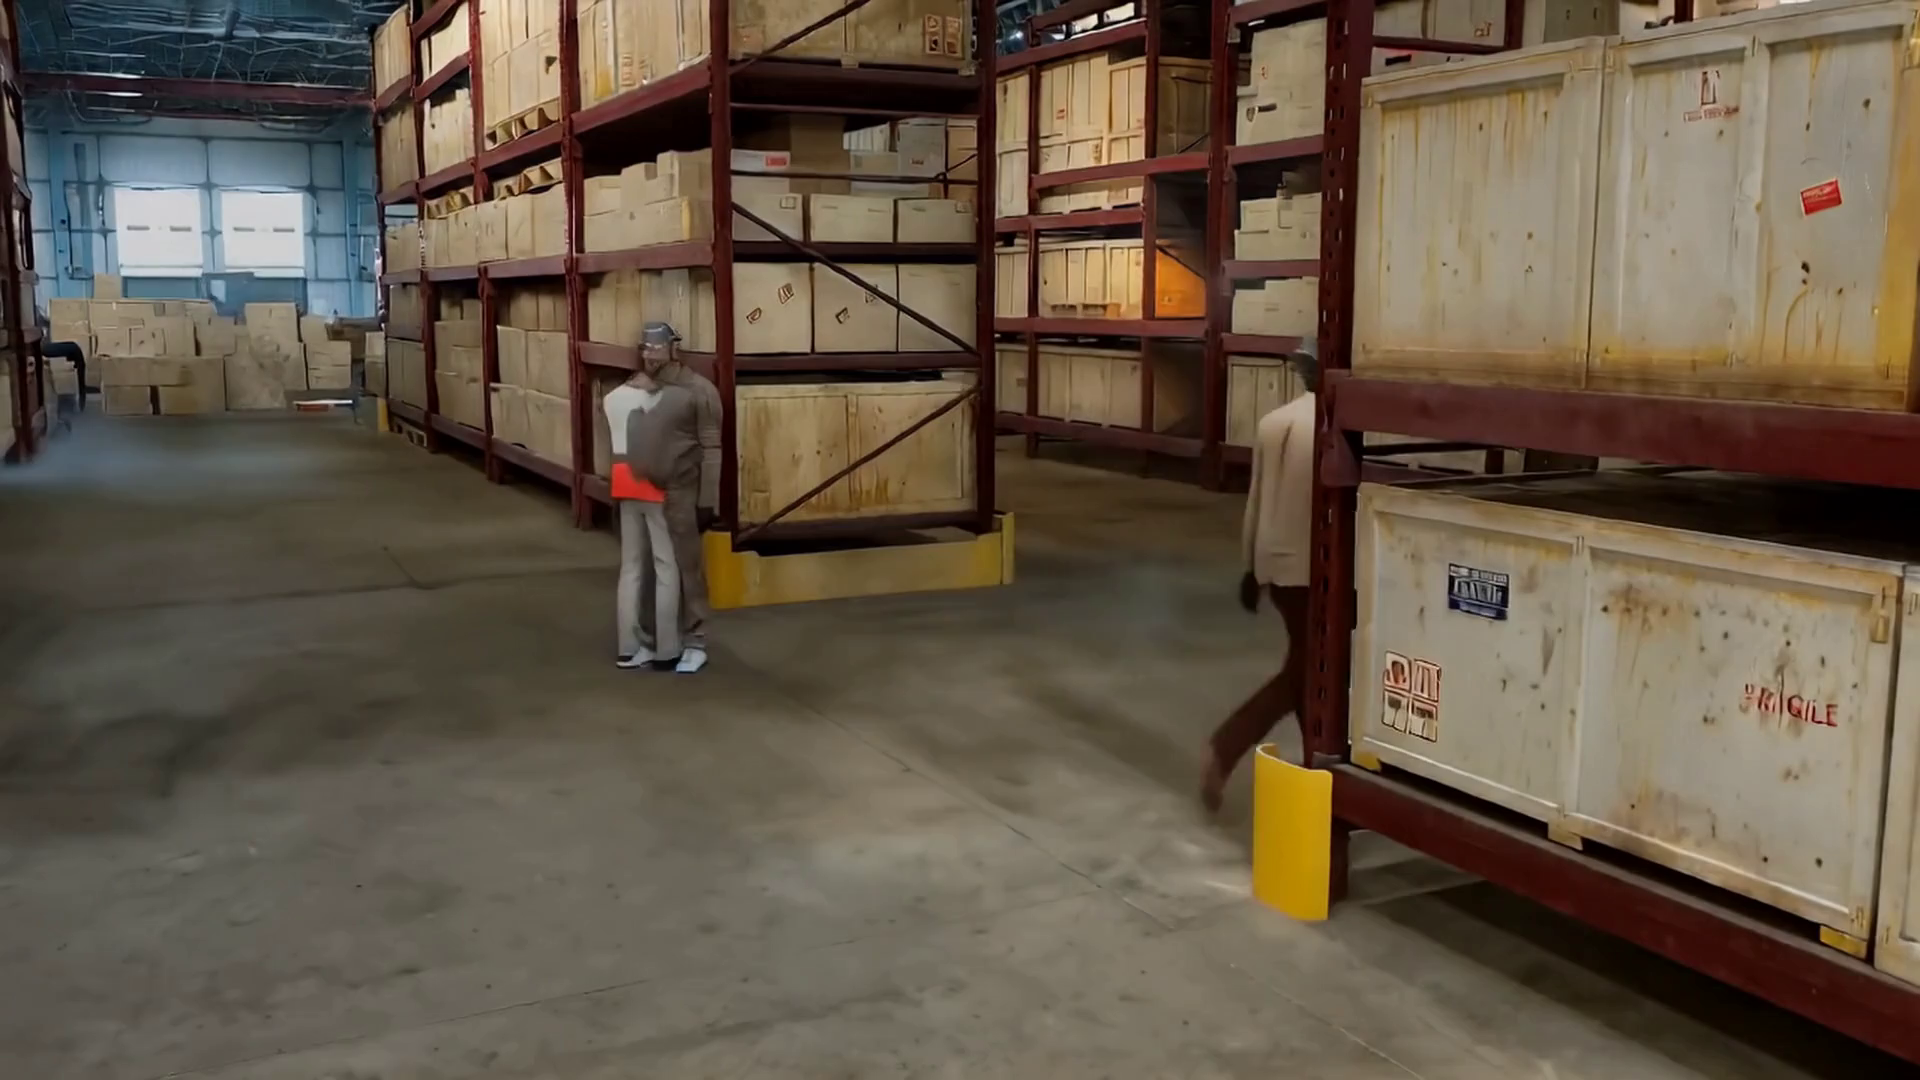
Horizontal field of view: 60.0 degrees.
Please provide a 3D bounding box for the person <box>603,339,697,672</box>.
[{"bbox_3d":[-1.678,-0.198,9.051,0.565,1.836,0.396,3,9,22],"label":"person"}]

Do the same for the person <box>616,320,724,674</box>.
[{"bbox_3d":[-1.605,-0.231,9.016,0.639,1.911,0.406,3,9,22],"label":"person"}]

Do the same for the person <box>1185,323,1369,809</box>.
[{"bbox_3d":[1.277,0.117,6.486,0.898,1.957,0.629,-4,9,-25],"label":"person"}]

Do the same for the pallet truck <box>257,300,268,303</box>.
[{"bbox_3d":[-23.913,-7.404,58.171,1.885,1.965,0.823,-1,8,-9],"label":"pallet truck"}]

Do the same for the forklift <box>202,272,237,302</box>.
[{"bbox_3d":[-22.509,-6.758,50.688,1.873,2.768,1.129,6,10,35],"label":"forklift"}]
